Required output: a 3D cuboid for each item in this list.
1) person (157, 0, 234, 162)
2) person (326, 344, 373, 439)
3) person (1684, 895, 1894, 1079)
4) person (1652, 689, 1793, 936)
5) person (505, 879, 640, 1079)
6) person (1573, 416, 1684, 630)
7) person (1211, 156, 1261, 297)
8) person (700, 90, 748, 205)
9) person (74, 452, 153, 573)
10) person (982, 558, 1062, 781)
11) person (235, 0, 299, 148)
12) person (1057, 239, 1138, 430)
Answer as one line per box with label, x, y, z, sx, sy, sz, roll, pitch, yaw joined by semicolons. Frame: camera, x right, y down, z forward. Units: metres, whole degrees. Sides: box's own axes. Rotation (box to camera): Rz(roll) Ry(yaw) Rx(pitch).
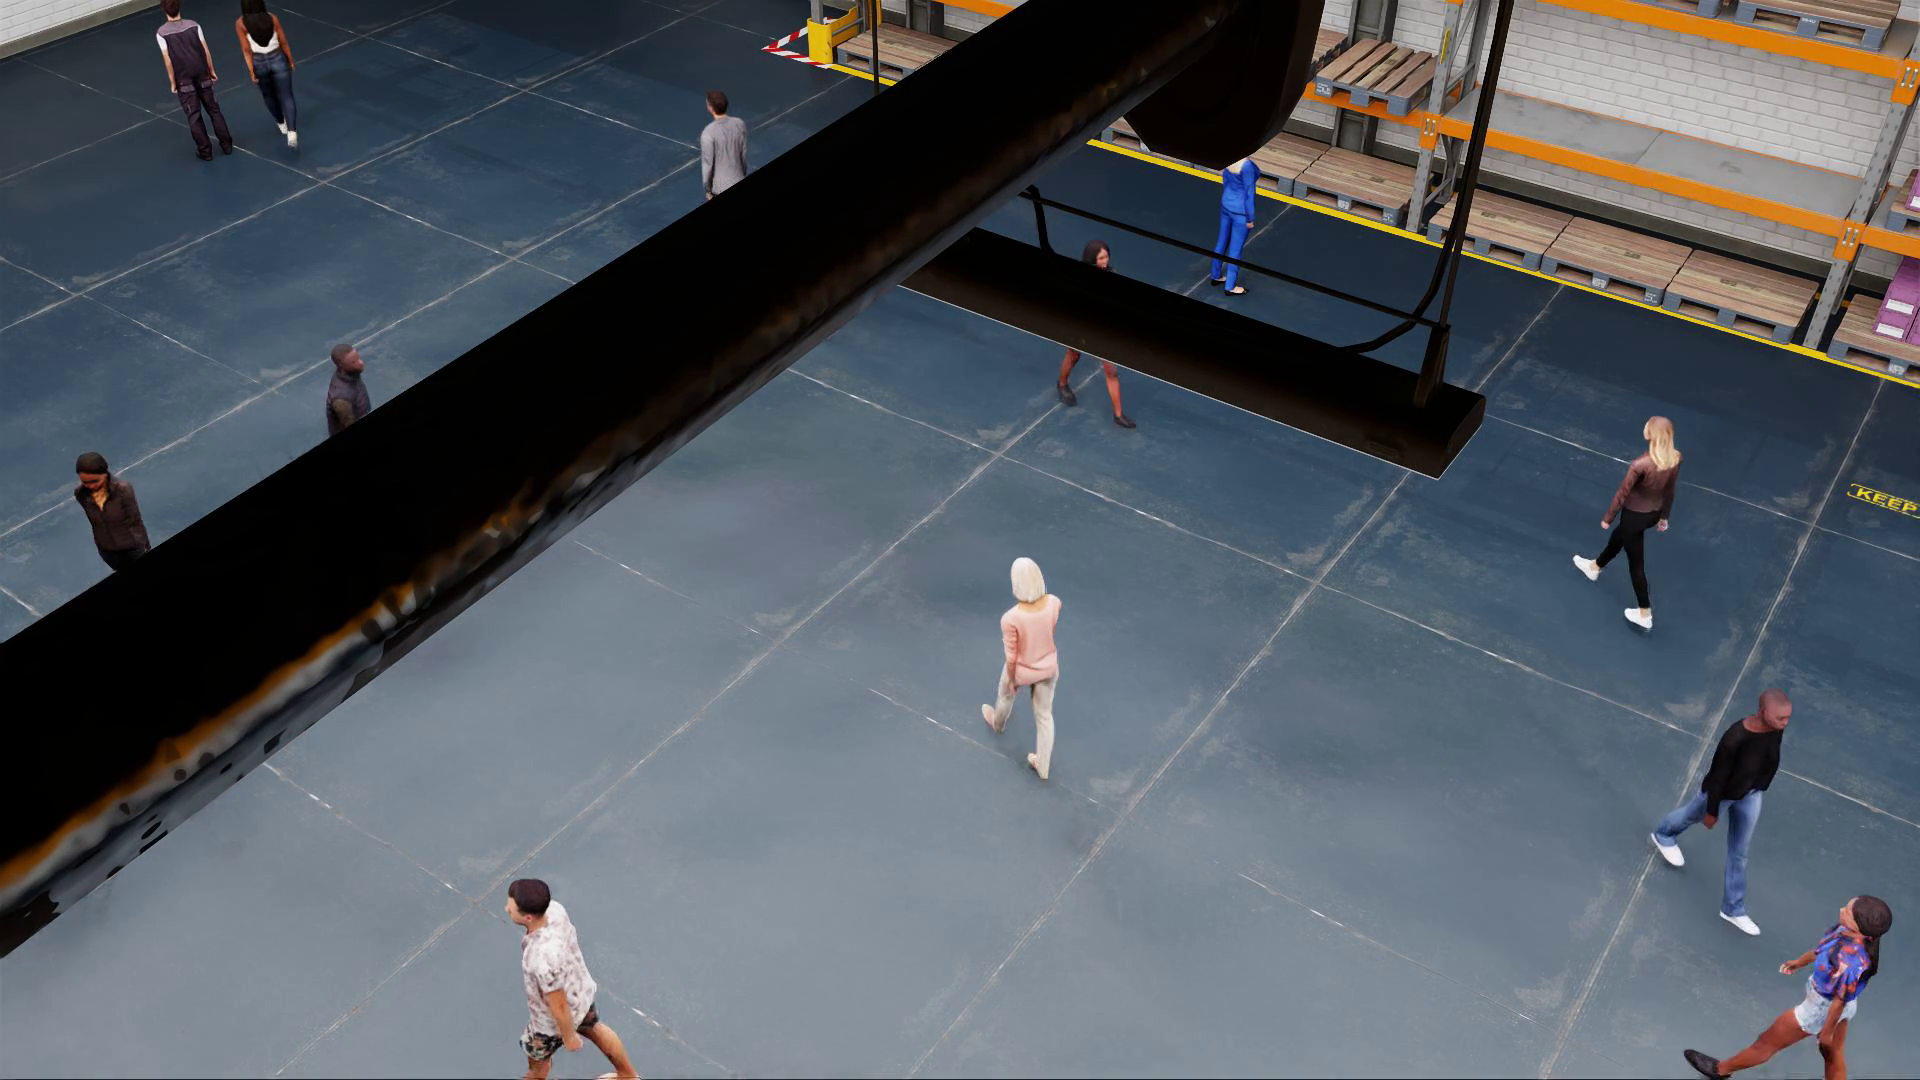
person;-8.479;-5.113;18.355;0.717;1.848;0.665;-28;46;-30
person;-4.774;-0.708;12.890;1.329;1.785;1.201;-3;39;-4
person;4.711;2.547;8.880;1.066;1.702;0.609;26;45;29
person;4.644;1.506;10.186;1.056;1.699;1.235;-12;40;-15
person;-2.055;2.458;8.929;1.213;1.779;1.101;-2;39;-3
person;5.042;-0.096;12.228;0.966;1.654;1.204;-17;42;-20
person;2.657;-3.176;16.047;0.774;1.700;0.658;-16;41;-19
person;-2.274;-3.498;16.322;0.833;1.860;0.968;-29;47;-31
person;-6.034;0.123;11.949;0.820;1.659;0.870;-14;41;-17
person;0.512;0.897;10.953;0.905;1.692;1.082;-16;41;-19
person;-7.692;-5.239;18.572;1.078;1.774;1.257;-13;40;-16
person;1.073;-1.814;14.356;0.872;1.682;1.277;-25;45;-28
